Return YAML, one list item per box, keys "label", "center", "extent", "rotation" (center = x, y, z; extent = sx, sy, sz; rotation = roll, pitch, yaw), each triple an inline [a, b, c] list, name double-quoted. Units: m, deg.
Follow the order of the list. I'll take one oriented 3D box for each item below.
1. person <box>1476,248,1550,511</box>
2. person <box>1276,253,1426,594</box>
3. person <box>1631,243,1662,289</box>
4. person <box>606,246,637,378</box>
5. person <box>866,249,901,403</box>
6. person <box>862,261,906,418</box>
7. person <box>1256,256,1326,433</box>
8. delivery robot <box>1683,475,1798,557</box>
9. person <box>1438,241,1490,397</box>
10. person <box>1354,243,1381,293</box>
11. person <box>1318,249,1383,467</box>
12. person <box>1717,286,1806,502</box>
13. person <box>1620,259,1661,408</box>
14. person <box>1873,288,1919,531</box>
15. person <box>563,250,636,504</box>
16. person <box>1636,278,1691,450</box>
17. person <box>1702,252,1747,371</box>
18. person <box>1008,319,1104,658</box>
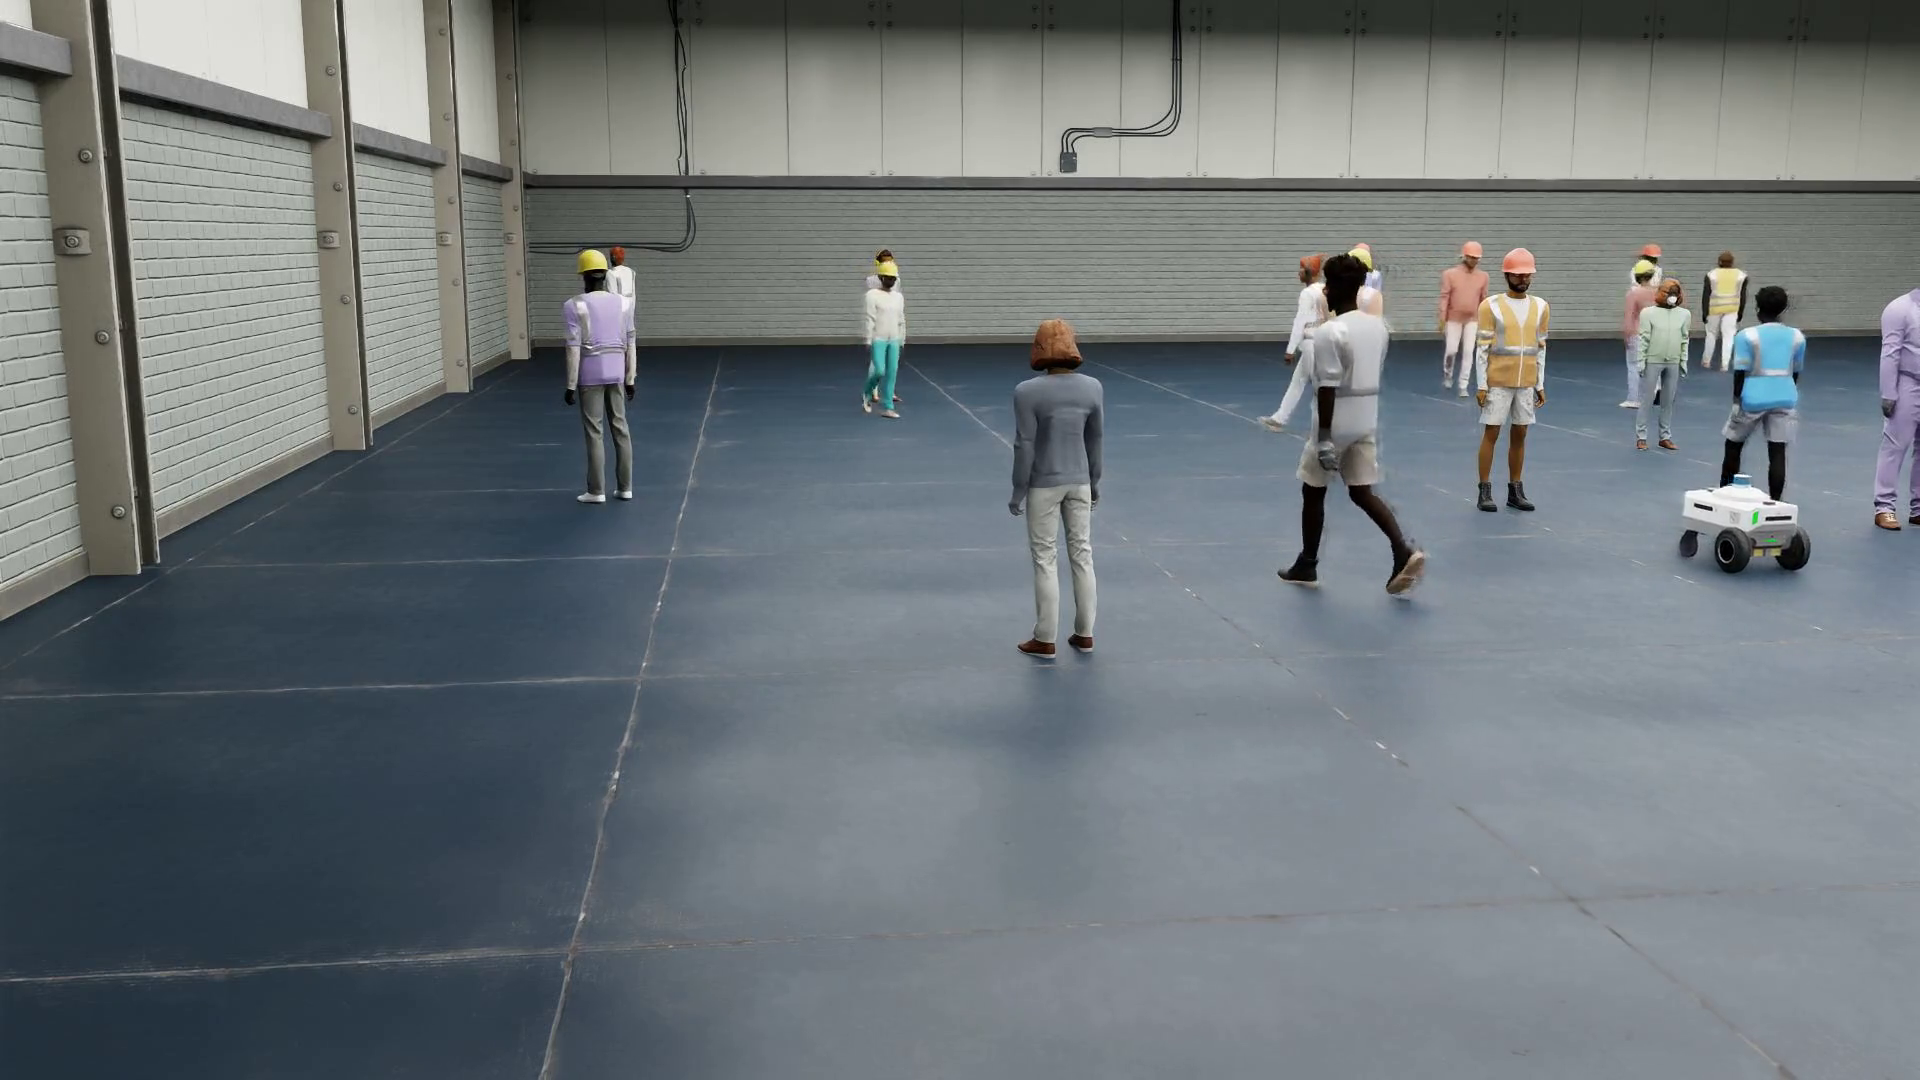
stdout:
- label: "person"
  center: [4.080, -1.173, 12.289]
  extent: [0.545, 1.938, 0.361]
  rotation: [-1, 10, -8]
- label: "person"
  center: [2.227, -0.648, 9.416]
  extent: [0.613, 1.941, 0.884]
  rotation: [-8, 13, -37]
- label: "person"
  center: [10.708, -3.658, 25.965]
  extent: [0.538, 1.915, 0.446]
  rotation: [-3, 11, -13]
- label: "person"
  center: [-4.886, -3.274, 23.948]
  extent: [0.337, 1.882, 0.585]
  rotation: [5, 12, 27]
- label: "person"
  center: [-0.924, -2.614, 20.377]
  extent: [0.534, 1.868, 0.309]
  rotation: [-8, 13, -37]
- label: "person"
  center: [-0.853, -2.238, 18.610]
  extent: [0.553, 1.751, 0.427]
  rotation: [-8, 13, -39]
- label: "person"
  center: [3.521, -1.967, 16.929]
  extent: [1.002, 1.827, 0.605]
  rotation: [6, 12, 30]
- label: "delivery robot"
  center: [4.813, -0.161, 10.273]
  extent: [0.477, 0.478, 0.707]
  rotation: [-2, 11, -12]
- label: "person"
  center: [6.398, -2.808, 21.153]
  extent: [0.631, 1.970, 0.522]
  rotation: [1, 10, 5]
- label: "person"
  center: [5.350, -3.000, 22.300]
  extent: [0.545, 1.938, 0.355]
  rotation: [0, 10, 2]
- label: "person"
  center: [3.427, -1.582, 14.581]
  extent: [0.589, 1.918, 0.392]
  rotation: [8, 13, 38]
- label: "person"
  center: [5.744, -0.985, 11.971]
  extent: [0.550, 1.663, 0.759]
  rotation: [0, 10, -2]
- label: "person"
  center: [8.031, -2.410, 19.549]
  extent: [0.540, 1.754, 0.460]
  rotation: [-3, 11, -16]
- label: "person"
  center: [6.682, -1.016, 11.511]
  extent: [0.640, 1.910, 0.401]
  rotation: [-1, 10, -6]
- label: "person"
  center: [-2.751, -1.236, 12.667]
  extent: [0.594, 1.922, 0.385]
  rotation: [-9, 14, -41]
- label: "person"
  center: [6.687, -1.667, 15.834]
  extent: [0.497, 1.632, 0.289]
  rotation: [-1, 10, -4]
- label: "person"
  center: [11.608, -3.474, 25.325]
  extent: [0.639, 1.789, 0.981]
  rotation: [3, 11, 14]
- label: "person"
  center: [0.464, -0.247, 8.043]
  extent: [0.507, 1.631, 0.279]
  rotation: [-6, 12, -28]
